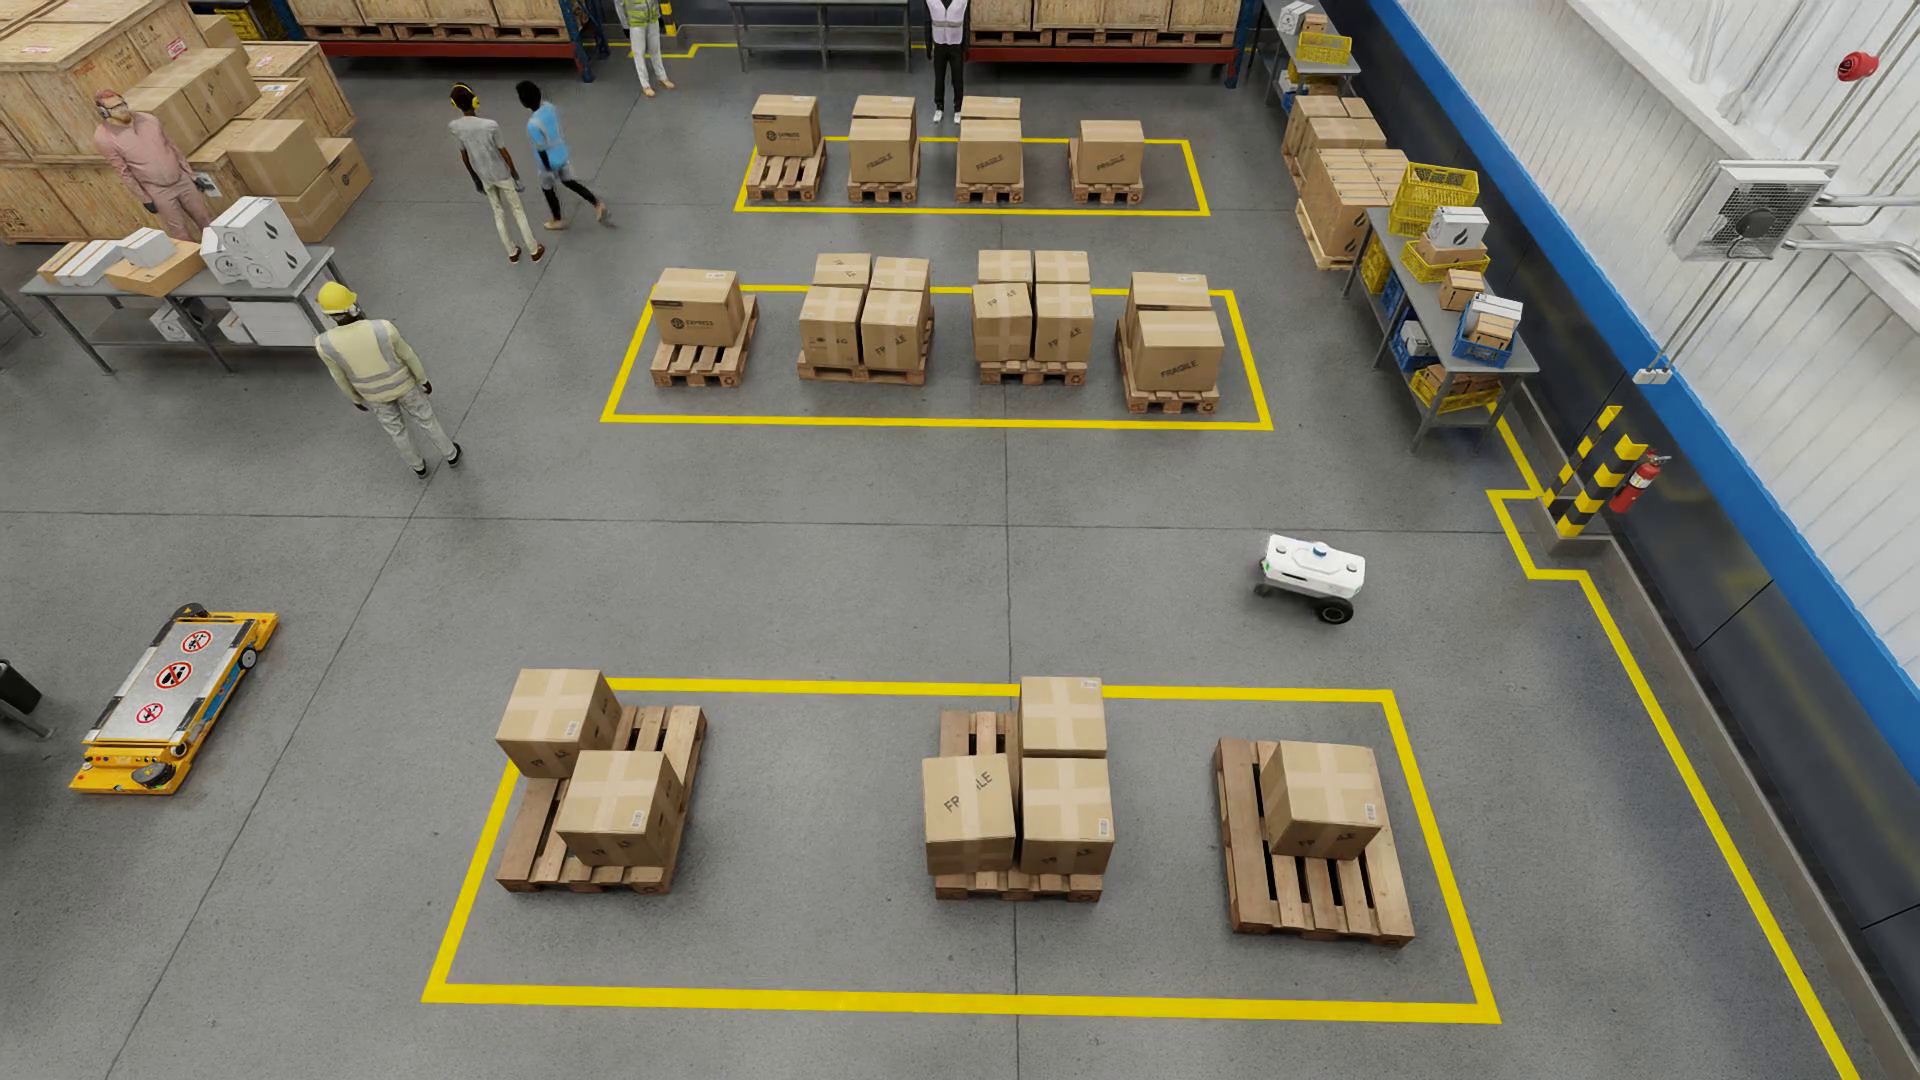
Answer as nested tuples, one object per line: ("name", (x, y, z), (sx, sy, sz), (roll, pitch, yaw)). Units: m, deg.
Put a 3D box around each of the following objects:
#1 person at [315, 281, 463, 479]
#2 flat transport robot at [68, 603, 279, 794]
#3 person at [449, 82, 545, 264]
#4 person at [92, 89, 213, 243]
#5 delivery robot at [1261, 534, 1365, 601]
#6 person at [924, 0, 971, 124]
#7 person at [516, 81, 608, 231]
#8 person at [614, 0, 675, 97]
("person", (-4.624, -1.257, 7.399), (0.599, 1.827, 0.403), (-21, 53, -17))
("flat transport robot", (-5.504, 1.072, 6.442), (0.652, 0.197, 1.431), (1, 50, 1))
("person", (-4.813, -3.758, 9.499), (0.501, 1.862, 0.327), (0, 50, 0))
("person", (-8.071, -3.609, 9.337), (0.410, 1.913, 0.643), (18, 52, 15))
("delivery robot", (2.660, 0.206, 6.928), (0.707, 0.478, 0.477), (16, 51, 12))
("person", (-0.152, -6.286, 11.607), (0.583, 1.911, 0.392), (3, 50, 3))
("person", (-4.401, -4.145, 9.945), (0.719, 1.665, 0.537), (8, 50, 7))
("person", (-4.220, -6.908, 12.172), (0.429, 1.842, 0.629), (34, 58, 26))
